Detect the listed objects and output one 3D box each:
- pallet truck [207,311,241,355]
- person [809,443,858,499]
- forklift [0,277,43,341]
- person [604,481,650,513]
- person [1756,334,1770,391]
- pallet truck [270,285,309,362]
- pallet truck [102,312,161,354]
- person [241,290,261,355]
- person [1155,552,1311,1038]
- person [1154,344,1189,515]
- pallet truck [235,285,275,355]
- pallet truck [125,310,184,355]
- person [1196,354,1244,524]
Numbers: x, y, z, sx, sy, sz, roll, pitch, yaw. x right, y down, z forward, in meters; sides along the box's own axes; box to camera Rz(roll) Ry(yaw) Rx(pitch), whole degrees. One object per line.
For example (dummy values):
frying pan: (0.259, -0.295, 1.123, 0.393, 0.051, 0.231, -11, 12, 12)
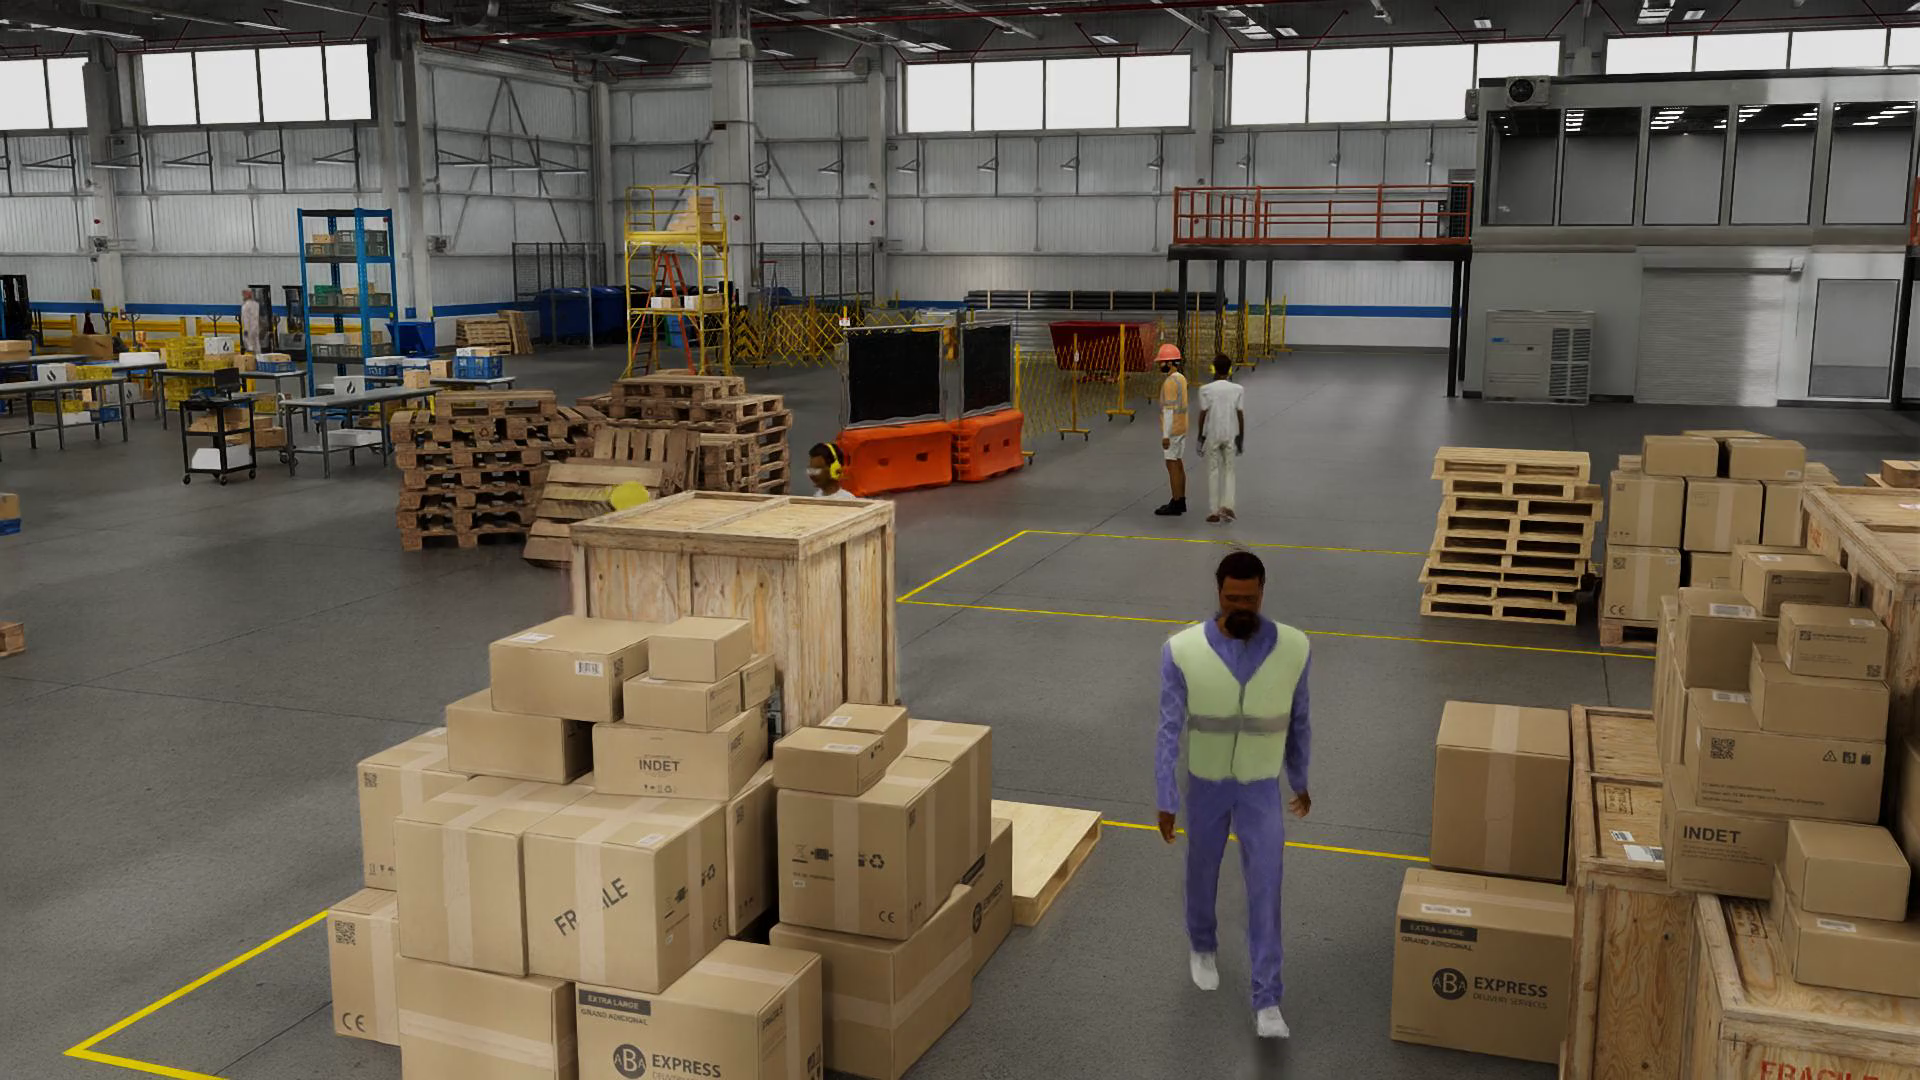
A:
pallet truck: (-19.537, -5.575, 44.913, 0.653, 1.274, 1.630, 3, 11, 19)
person: (-0.771, 0.296, 10.416, 0.979, 1.828, 0.539, -9, 13, -41)
forklift: (-27.151, -6.329, 46.328, 1.157, 1.987, 2.680, 3, 11, 17)
person: (-1.926, 0.535, 9.304, 0.840, 1.738, 0.534, -4, 11, -20)
person: (15.514, -3.478, 32.140, 0.280, 1.634, 0.498, -2, 10, -13)
pallet truck: (-17.147, -5.700, 43.663, 0.823, 1.965, 1.885, 3, 11, 17)
pallet truck: (-23.057, -5.777, 46.261, 0.680, 1.201, 1.601, 3, 11, 19)
person: (-17.950, -5.366, 42.039, 0.402, 1.906, 0.652, 1, 10, 5)
person: (1.075, 0.967, 6.481, 0.646, 1.862, 0.991, 0, 10, 0)
person: (2.369, -1.240, 18.758, 0.398, 1.928, 0.541, 4, 11, 19)
pallet truck: (-18.327, -5.835, 44.421, 0.823, 1.965, 1.885, 4, 11, 23)
pallet truck: (-22.038, -5.665, 45.457, 0.704, 1.261, 1.522, 3, 11, 17)
person: (2.831, -1.092, 18.123, 0.520, 1.859, 0.364, -1, 10, -3)
